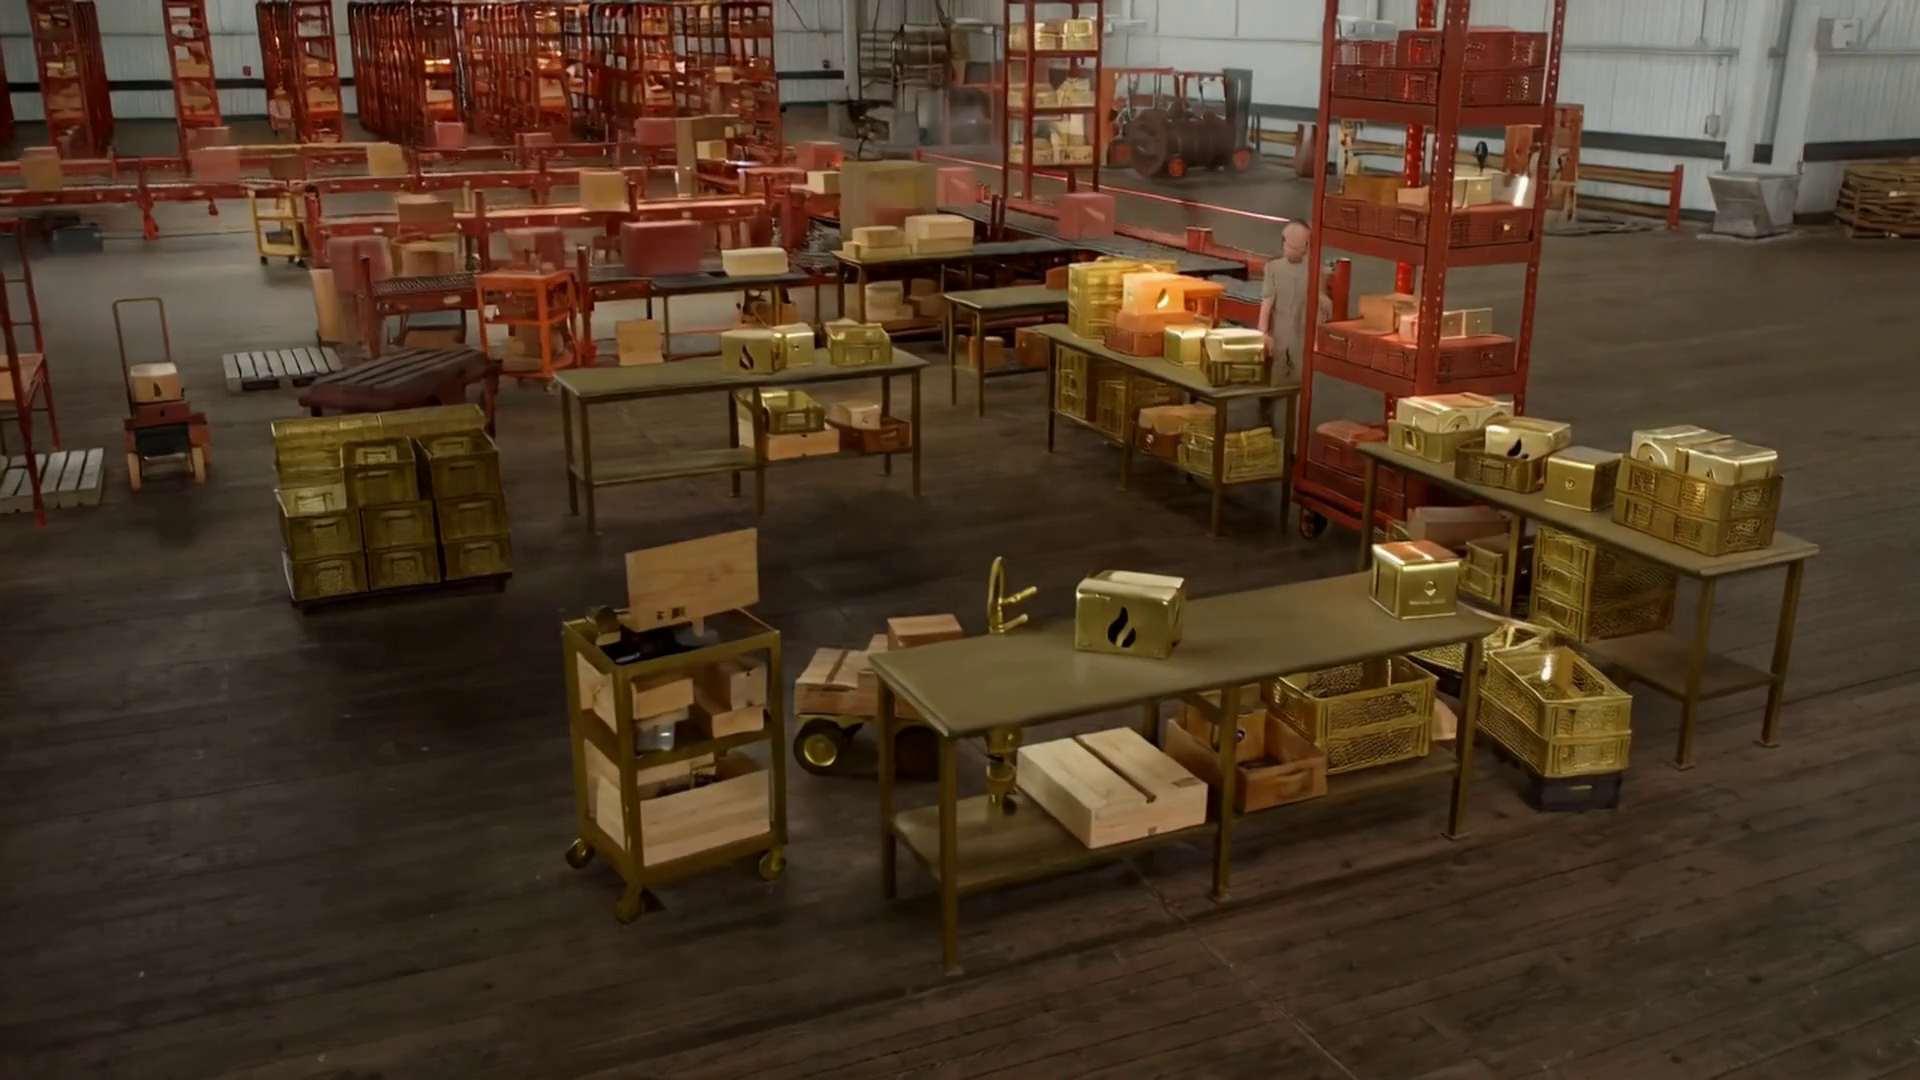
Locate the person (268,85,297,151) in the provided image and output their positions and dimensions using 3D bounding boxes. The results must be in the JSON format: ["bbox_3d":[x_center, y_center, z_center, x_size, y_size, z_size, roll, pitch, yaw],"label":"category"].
[{"bbox_3d":[-15.354,-9.407,37.740,0.457,1.795,0.613,12,21,33],"label":"person"}]

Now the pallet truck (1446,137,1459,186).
[{"bbox_3d":[9.184,-6.485,29.328,1.630,1.274,0.653,-8,19,-23],"label":"pallet truck"}]

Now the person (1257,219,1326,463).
[{"bbox_3d":[2.536,-1.519,12.758,0.521,1.873,0.334,-1,18,-2],"label":"person"}]

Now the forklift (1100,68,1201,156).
[{"bbox_3d":[4.082,-9.564,37.410,2.680,1.987,1.157,-8,19,-23],"label":"forklift"}]

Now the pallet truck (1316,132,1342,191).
[{"bbox_3d":[7.723,-7.504,32.656,1.601,1.201,0.680,-8,19,-23],"label":"pallet truck"}]

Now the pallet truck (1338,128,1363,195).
[{"bbox_3d":[7.845,-7.140,31.411,1.522,1.261,0.704,-9,20,-25],"label":"pallet truck"}]

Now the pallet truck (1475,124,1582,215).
[{"bbox_3d":[9.707,-6.455,28.103,1.885,1.965,0.823,-7,19,-20],"label":"pallet truck"}]

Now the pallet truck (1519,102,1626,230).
[{"bbox_3d":[9.972,-6.037,26.785,1.885,1.965,0.823,-9,20,-25],"label":"pallet truck"}]

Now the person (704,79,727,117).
[{"bbox_3d":[-5.328,-9.253,37.022,0.929,1.952,0.631,-9,20,-26],"label":"person"}]

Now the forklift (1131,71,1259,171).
[{"bbox_3d":[4.998,-8.936,35.413,2.680,1.987,1.157,-9,20,-25],"label":"forklift"}]
